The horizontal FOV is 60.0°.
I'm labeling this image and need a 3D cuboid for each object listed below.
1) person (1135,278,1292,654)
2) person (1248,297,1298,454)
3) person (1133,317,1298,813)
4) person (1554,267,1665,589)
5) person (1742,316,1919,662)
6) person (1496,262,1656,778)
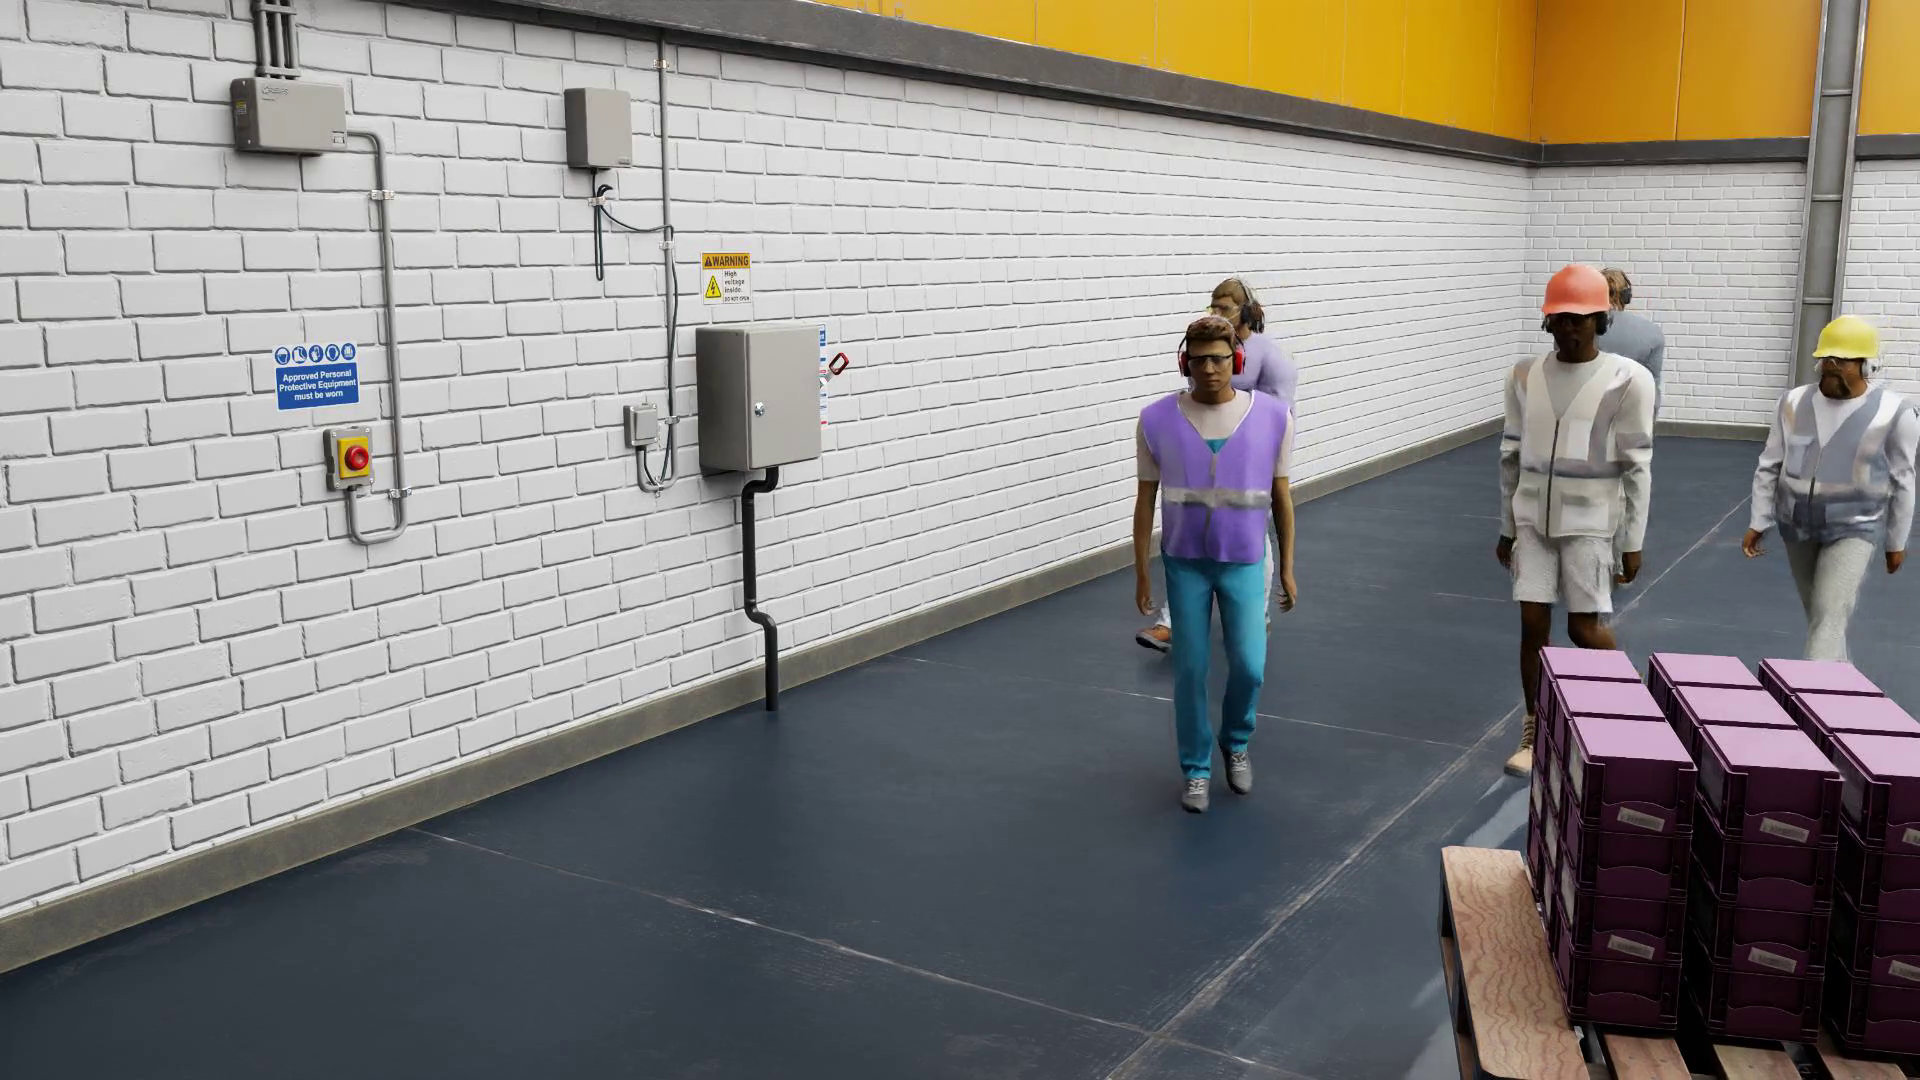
[{"bbox_3d":[1.293,-0.344,8.347,0.659,1.899,0.969,9,14,42],"label":"person"},{"bbox_3d":[1.535,-0.457,9.284,0.637,1.789,0.963,3,11,16],"label":"person"},{"bbox_3d":[0.935,0.098,6.102,0.610,1.826,0.458,1,10,8],"label":"person"},{"bbox_3d":[3.877,-0.663,10.031,0.629,1.937,0.378,2,11,13],"label":"person"},{"bbox_3d":[3.707,-0.062,7.131,0.945,1.784,0.587,-8,13,-38],"label":"person"},{"bbox_3d":[2.445,-0.084,6.612,0.606,2.024,0.677,10,14,43],"label":"person"}]
